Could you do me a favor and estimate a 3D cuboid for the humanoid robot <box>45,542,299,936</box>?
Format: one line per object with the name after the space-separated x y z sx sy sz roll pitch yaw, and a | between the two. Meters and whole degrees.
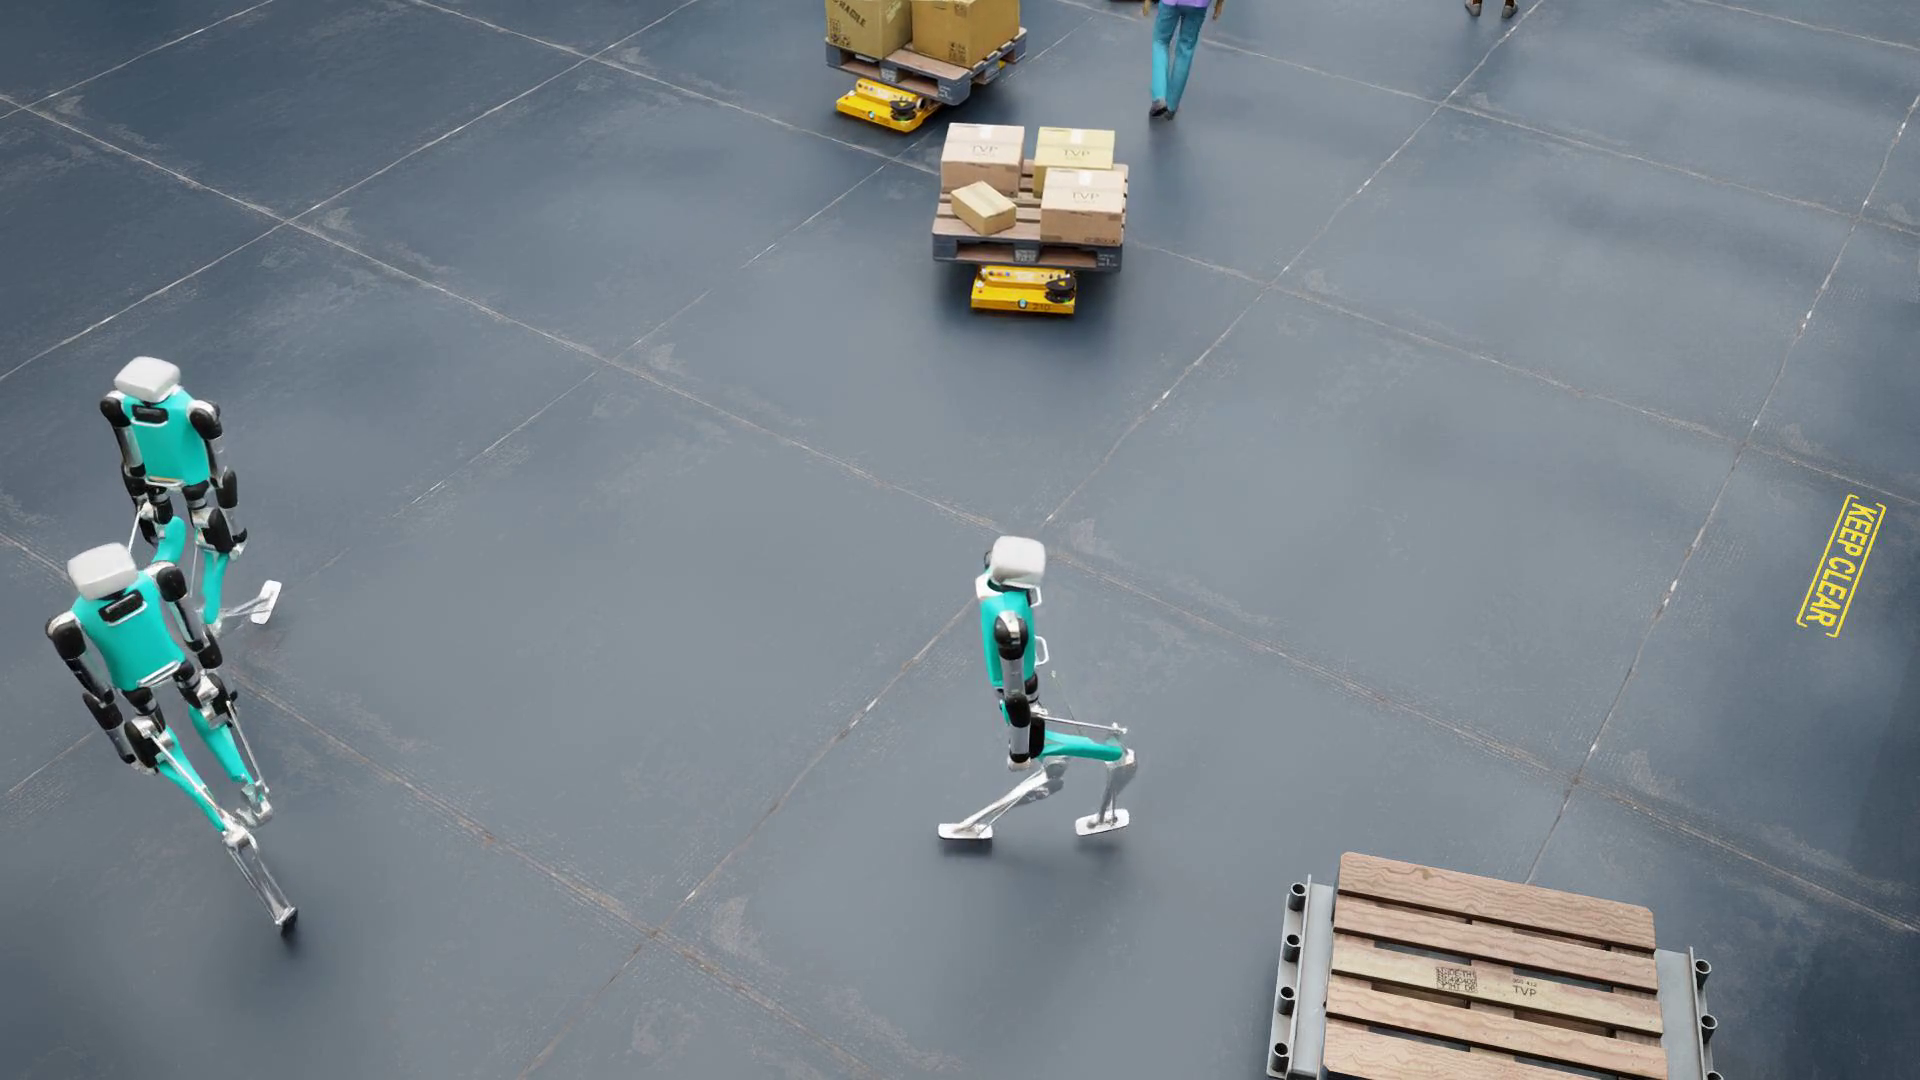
-3.008 0.879 6.701 0.968 1.756 0.542 31 50 30 | humanoid robot

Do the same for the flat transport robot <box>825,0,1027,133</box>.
-0.267 -3.568 12.772 0.659 0.231 1.431 24 47 24 | flat transport robot

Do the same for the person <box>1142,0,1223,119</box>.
1.631 -3.884 11.963 0.599 1.820 0.430 2 42 2 | person

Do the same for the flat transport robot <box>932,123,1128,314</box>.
0.471 -1.976 10.990 0.659 0.231 1.431 4 42 5 | flat transport robot

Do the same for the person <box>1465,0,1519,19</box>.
4.423 -5.110 13.245 0.552 1.940 0.418 9 43 10 | person

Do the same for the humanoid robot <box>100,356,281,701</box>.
-3.607 0.030 7.661 0.556 1.734 1.036 6 42 6 | humanoid robot

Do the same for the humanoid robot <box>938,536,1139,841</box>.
0.423 0.690 6.931 1.046 1.760 0.552 -3 42 -3 | humanoid robot
